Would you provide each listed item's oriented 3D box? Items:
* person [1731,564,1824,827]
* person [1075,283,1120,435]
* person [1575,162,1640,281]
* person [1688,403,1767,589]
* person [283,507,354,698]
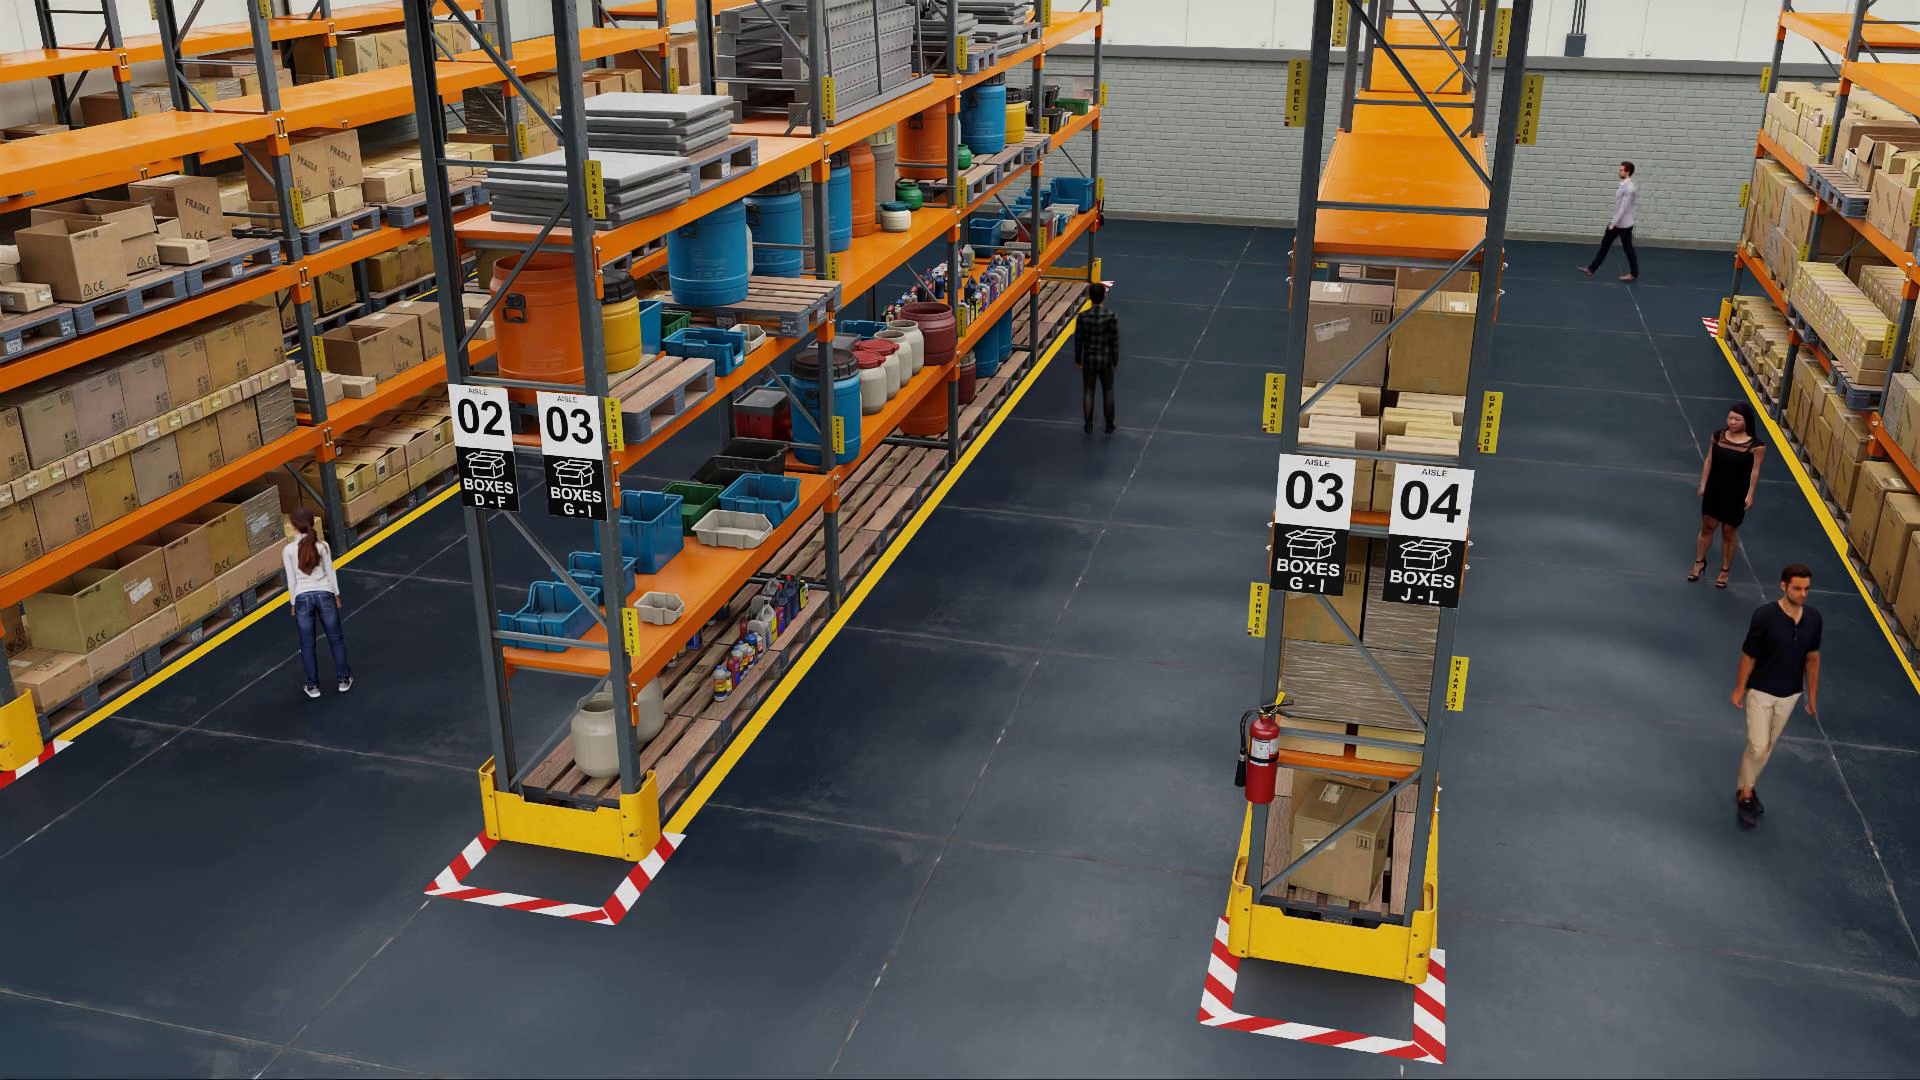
[{"bbox_3d":[5.469,0.984,11.288,0.775,1.848,0.801,-1,22,-3],"label":"person"},{"bbox_3d":[1.549,-2.035,18.636,0.675,1.711,0.533,5,23,12],"label":"person"},{"bbox_3d":[10.318,-4.878,25.679,0.865,1.803,1.138,2,22,6],"label":"person"},{"bbox_3d":[6.846,-0.406,14.856,0.771,1.718,0.753,-20,30,-40],"label":"person"},{"bbox_3d":[-5.025,0.470,12.931,0.622,1.555,0.673,-10,24,-23],"label":"person"}]
